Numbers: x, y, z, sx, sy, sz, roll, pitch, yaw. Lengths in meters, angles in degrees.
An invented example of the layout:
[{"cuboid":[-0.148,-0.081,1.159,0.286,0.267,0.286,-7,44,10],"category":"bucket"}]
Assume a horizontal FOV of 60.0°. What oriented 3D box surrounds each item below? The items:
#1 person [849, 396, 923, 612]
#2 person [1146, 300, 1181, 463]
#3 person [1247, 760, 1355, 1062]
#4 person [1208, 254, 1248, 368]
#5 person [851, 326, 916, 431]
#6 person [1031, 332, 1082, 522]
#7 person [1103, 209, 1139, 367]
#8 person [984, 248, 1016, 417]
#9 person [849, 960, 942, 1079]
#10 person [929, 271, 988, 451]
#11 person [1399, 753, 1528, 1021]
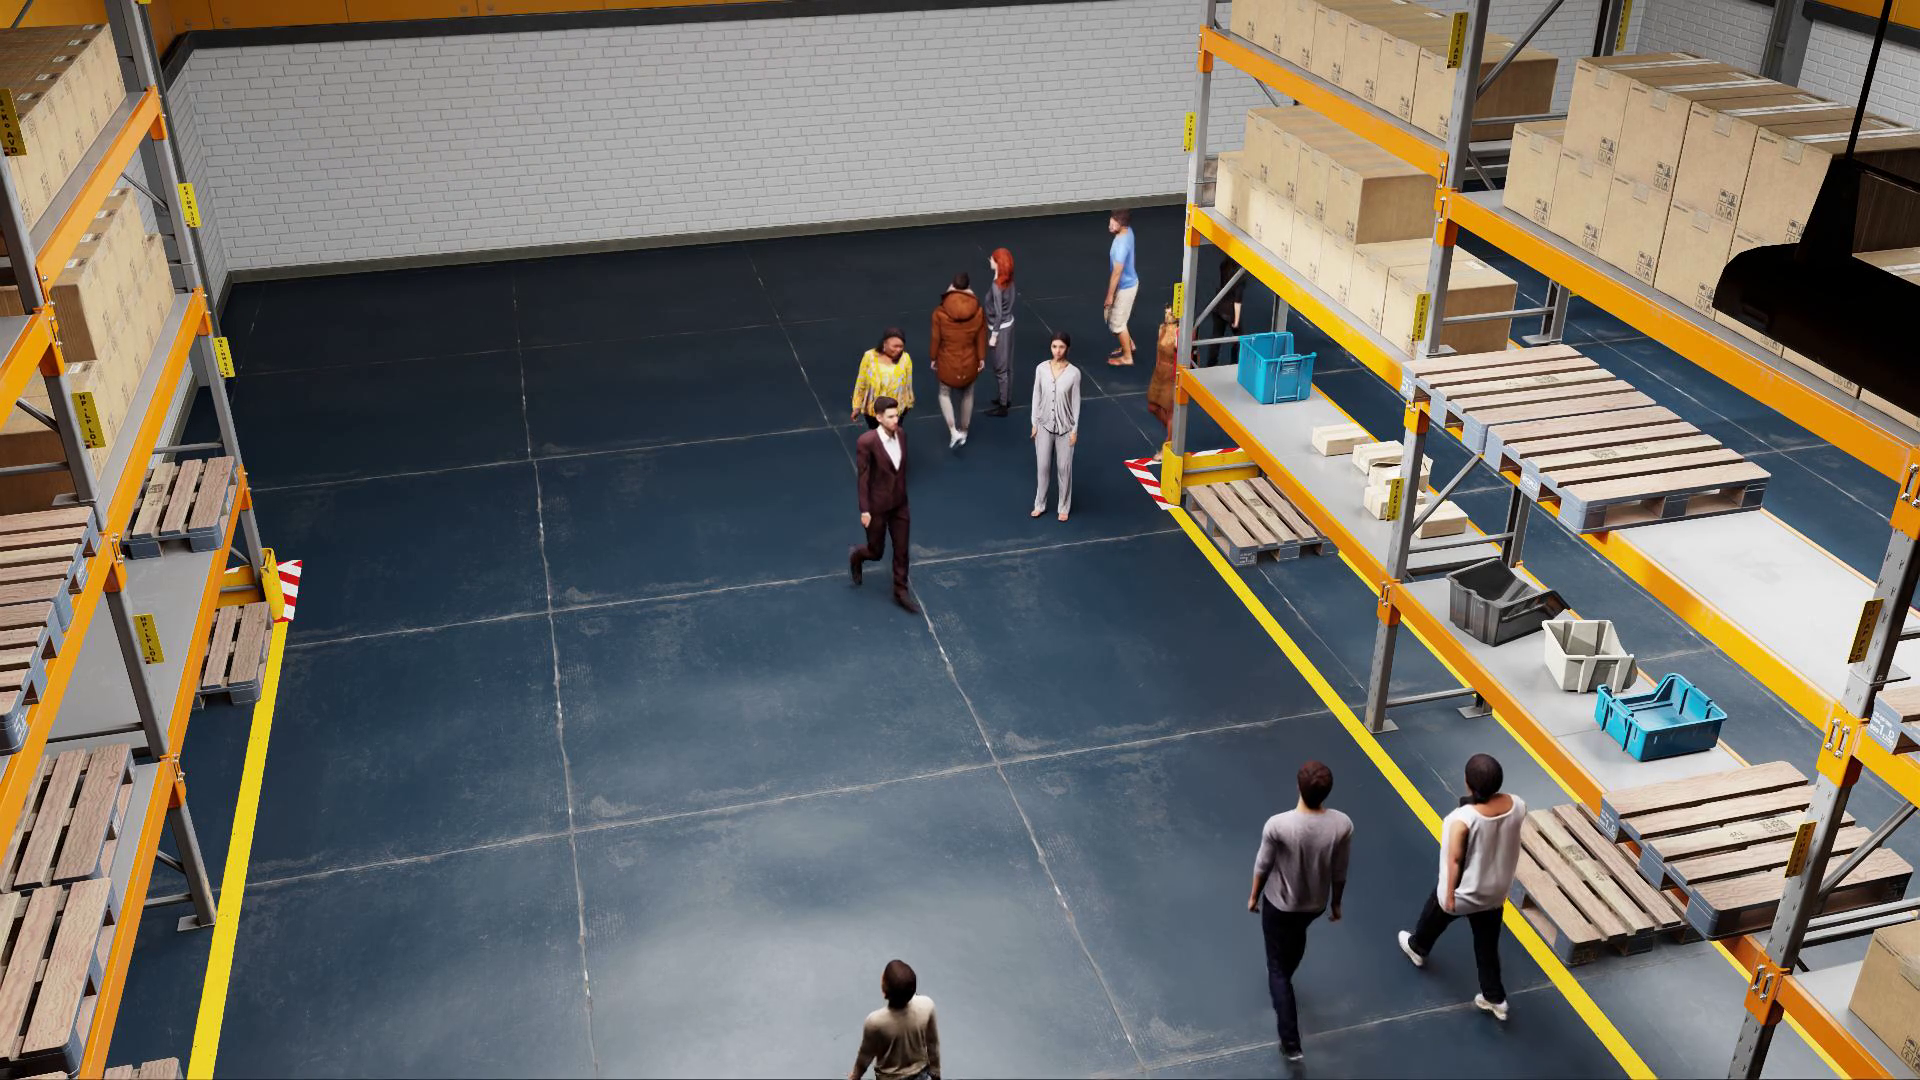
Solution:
[{"cuboid":[-0.657,-0.324,13.572,0.955,1.850,1.153,-22,36,-35],"category":"person"},{"cuboid":[2.081,-1.538,15.977,0.752,1.678,0.686,-17,33,-28],"category":"person"},{"cuboid":[1.882,2.063,9.243,0.797,1.805,1.188,-3,29,-5],"category":"person"},{"cuboid":[2.770,-2.396,17.608,0.797,1.622,0.749,-22,35,-34],"category":"person"},{"cuboid":[-0.704,-1.239,15.509,0.944,1.600,1.146,2,29,4],"category":"person"},{"cuboid":[0.863,-1.032,14.948,0.665,1.774,0.678,8,30,14],"category":"person"},{"cuboid":[1.804,-2.738,18.029,0.919,1.819,0.751,12,31,21],"category":"person"},{"cuboid":[0.416,-2.122,16.942,0.715,1.779,0.609,9,30,15],"category":"person"},{"cuboid":[-0.258,2.755,8.353,0.722,1.442,0.961,-16,32,-27],"category":"person"},{"cuboid":[-0.010,-1.696,16.115,0.762,1.823,0.875,-5,29,-9],"category":"person"},{"cuboid":[2.974,1.995,9.527,0.721,1.653,1.107,-10,30,-17],"category":"person"}]
